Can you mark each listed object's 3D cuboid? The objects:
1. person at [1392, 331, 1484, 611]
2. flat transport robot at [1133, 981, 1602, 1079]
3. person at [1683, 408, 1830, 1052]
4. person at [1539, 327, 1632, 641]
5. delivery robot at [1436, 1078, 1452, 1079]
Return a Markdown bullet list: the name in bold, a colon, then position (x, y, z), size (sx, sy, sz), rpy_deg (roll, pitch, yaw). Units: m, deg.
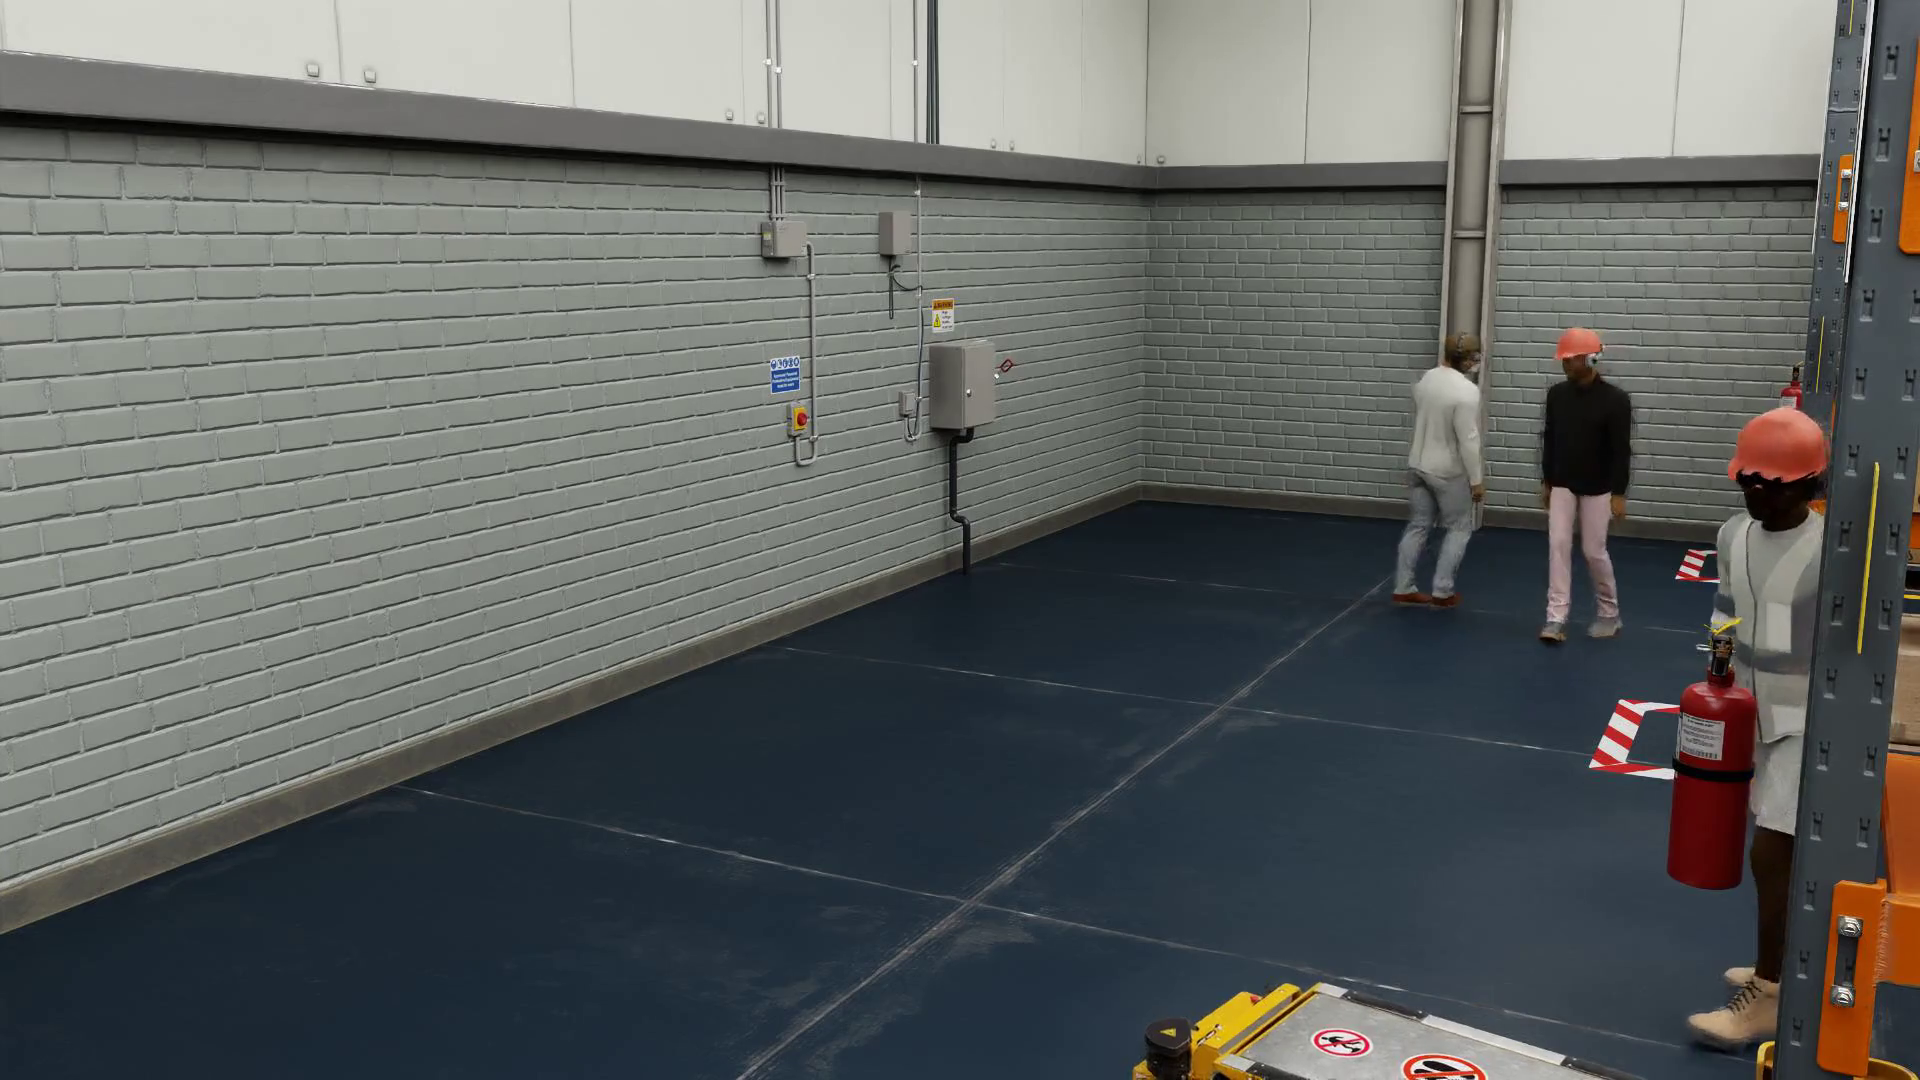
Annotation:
- **person**: position (3.220, -0.439, 11.053), size (0.470, 1.903, 0.638), rpy_deg (-3, 11, -17)
- **flat transport robot**: position (1.258, 1.550, 4.621), size (1.431, 0.197, 0.652), rpy_deg (8, 13, 38)
- **person**: position (2.551, 0.583, 5.181), size (0.813, 1.995, 0.724), rpy_deg (-2, 11, -13)
- **person**: position (3.848, -0.336, 10.329), size (0.679, 1.960, 0.651), rpy_deg (-8, 13, -39)
- **delivery robot**: position (1.097, 1.505, 3.834), size (0.477, 0.478, 0.707), rpy_deg (8, 13, 38)
